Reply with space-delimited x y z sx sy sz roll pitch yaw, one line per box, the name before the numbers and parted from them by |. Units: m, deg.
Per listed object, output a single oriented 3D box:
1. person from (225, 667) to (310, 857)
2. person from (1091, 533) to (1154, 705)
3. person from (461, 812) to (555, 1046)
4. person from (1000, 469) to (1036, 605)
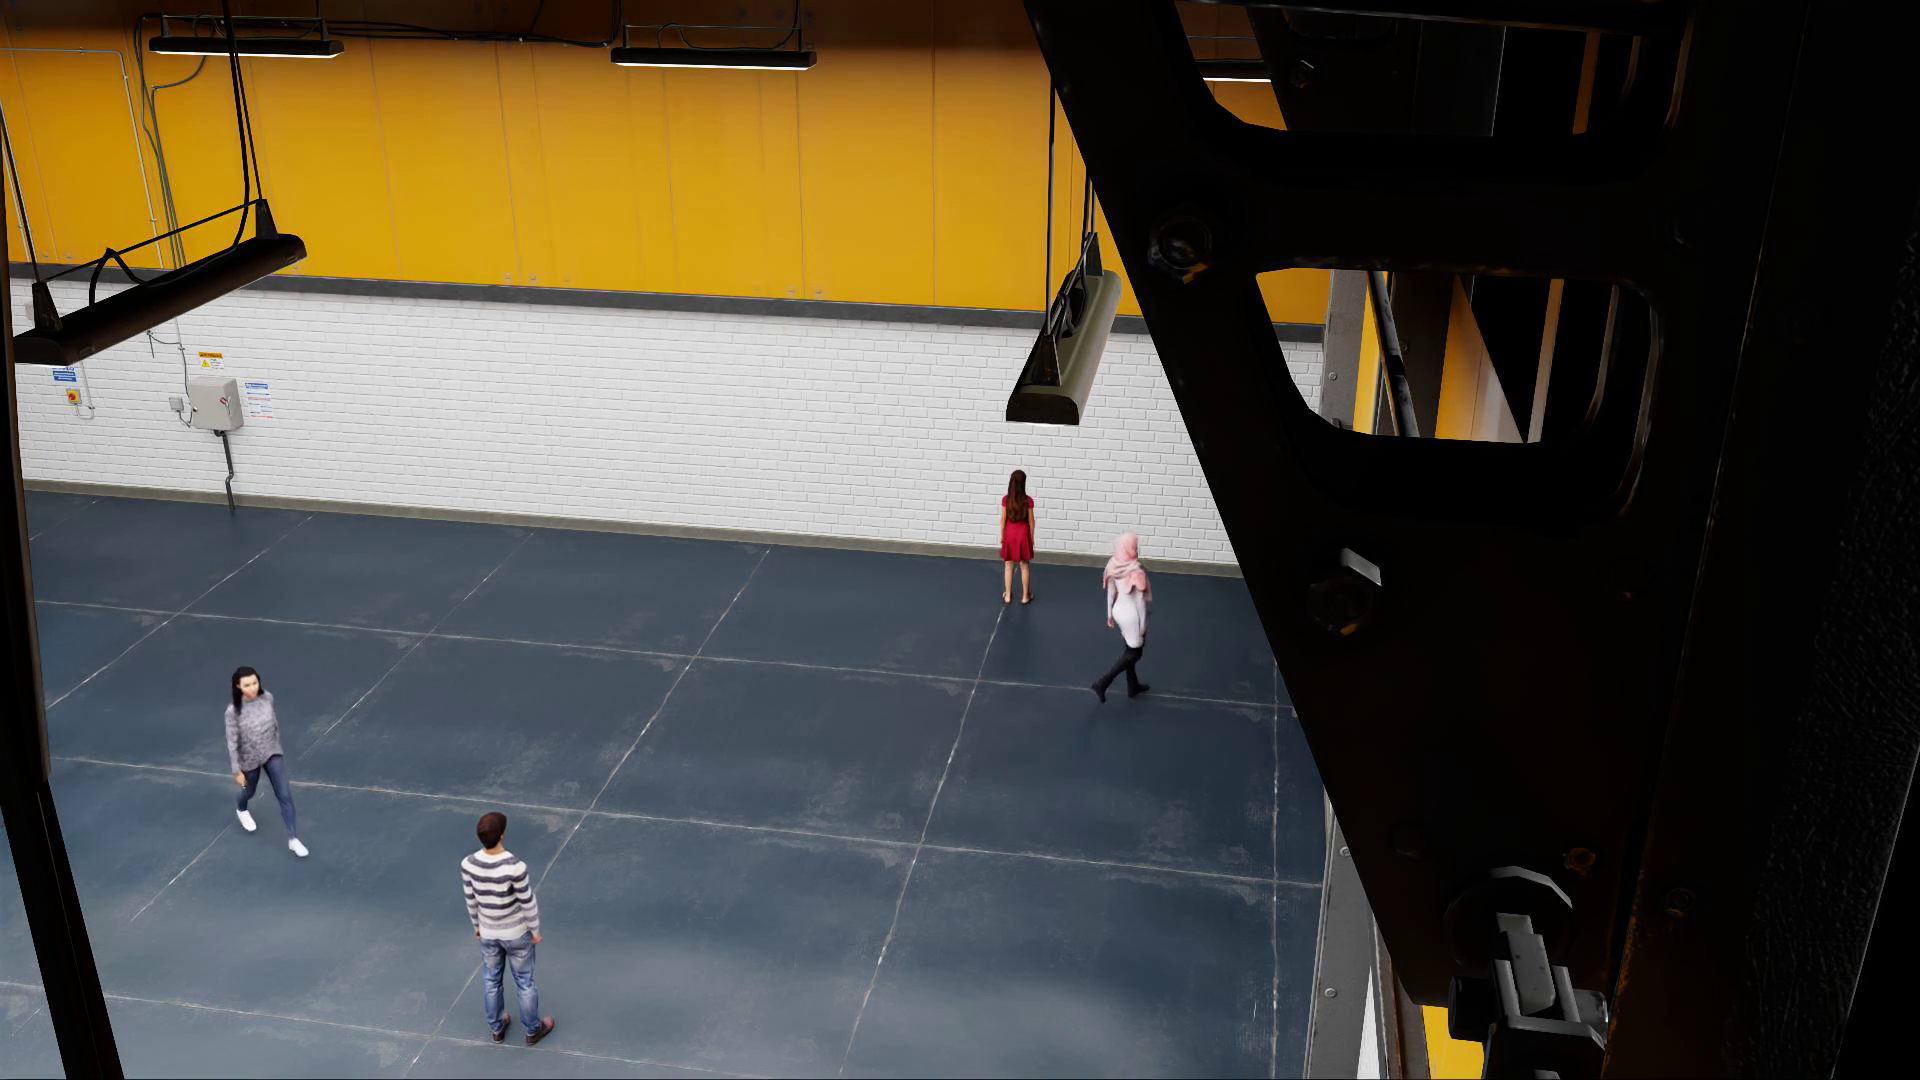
person | -5.936 1.812 13.972 1.106 1.686 1.203 21 31 39
person | 1.582 0.798 16.166 1.088 1.788 1.024 -17 29 -33
person | -3.201 2.726 11.671 0.643 1.854 0.511 4 24 8
person | 0.632 -0.043 18.382 0.541 1.552 0.601 3 24 6
